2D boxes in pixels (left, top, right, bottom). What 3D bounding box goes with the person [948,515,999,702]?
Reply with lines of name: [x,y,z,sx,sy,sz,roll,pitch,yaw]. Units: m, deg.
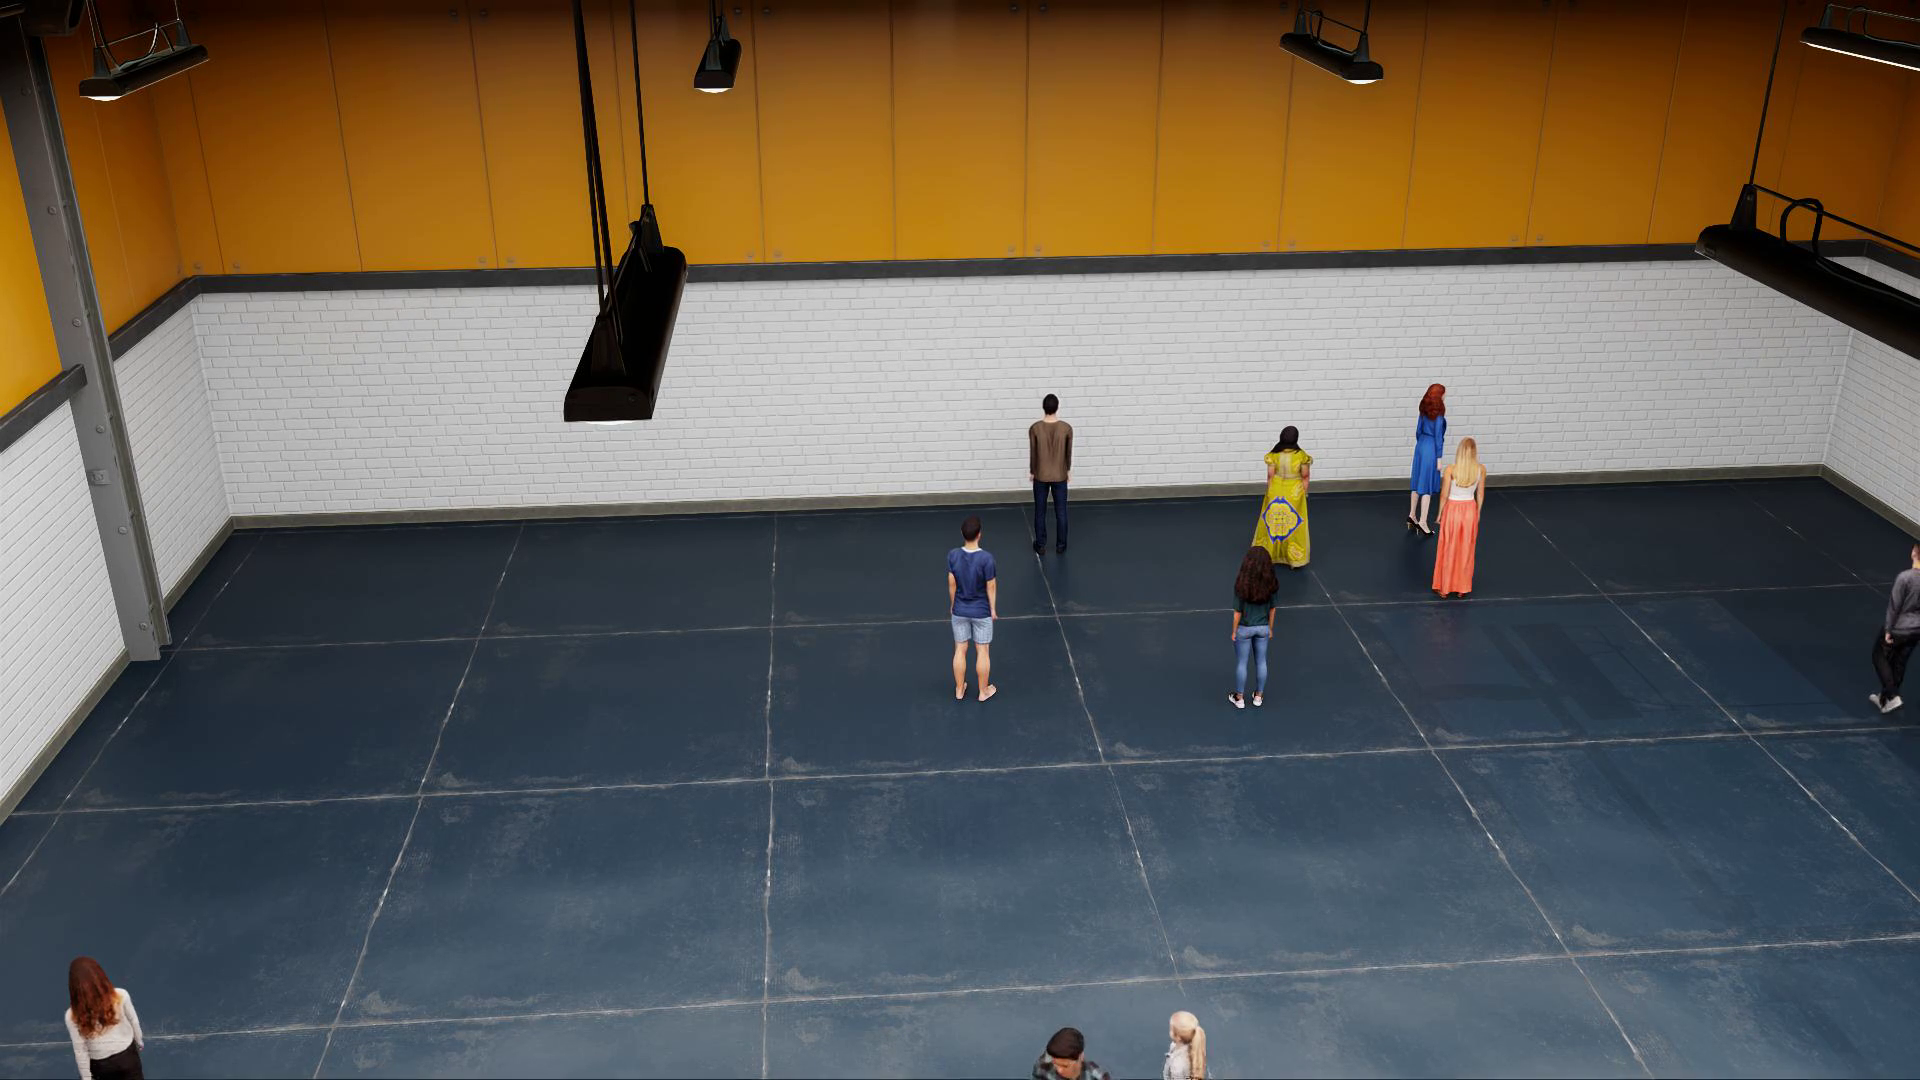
person: [0.114,0.648,15.619,0.689,1.850,0.675,6,24,14]

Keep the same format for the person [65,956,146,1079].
person: [-5.175,3.229,10.208,0.810,1.455,1.053,-13,27,-27]

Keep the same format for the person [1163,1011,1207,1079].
person: [1.406,3.400,10.051,0.793,1.267,0.755,12,26,25]

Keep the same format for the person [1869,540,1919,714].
person: [8.722,0.844,15.295,0.650,1.750,0.808,0,24,-1]

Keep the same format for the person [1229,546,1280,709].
person: [2.735,0.807,15.547,0.600,1.617,0.592,-3,24,-7]

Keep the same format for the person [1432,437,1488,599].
person: [5.321,-0.242,17.715,0.643,1.803,0.603,1,24,2]

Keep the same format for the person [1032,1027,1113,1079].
person: [0.648,3.420,9.693,1.017,1.676,1.214,9,25,19]

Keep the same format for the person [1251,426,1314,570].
person: [3.617,-0.483,18.443,0.972,1.660,0.948,7,25,16]

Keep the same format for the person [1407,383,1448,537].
person: [5.420,-0.942,19.283,0.721,1.828,0.570,-7,25,-15]

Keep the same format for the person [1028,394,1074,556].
person: [1.017,-0.740,18.748,0.660,1.888,0.590,0,24,-1]
